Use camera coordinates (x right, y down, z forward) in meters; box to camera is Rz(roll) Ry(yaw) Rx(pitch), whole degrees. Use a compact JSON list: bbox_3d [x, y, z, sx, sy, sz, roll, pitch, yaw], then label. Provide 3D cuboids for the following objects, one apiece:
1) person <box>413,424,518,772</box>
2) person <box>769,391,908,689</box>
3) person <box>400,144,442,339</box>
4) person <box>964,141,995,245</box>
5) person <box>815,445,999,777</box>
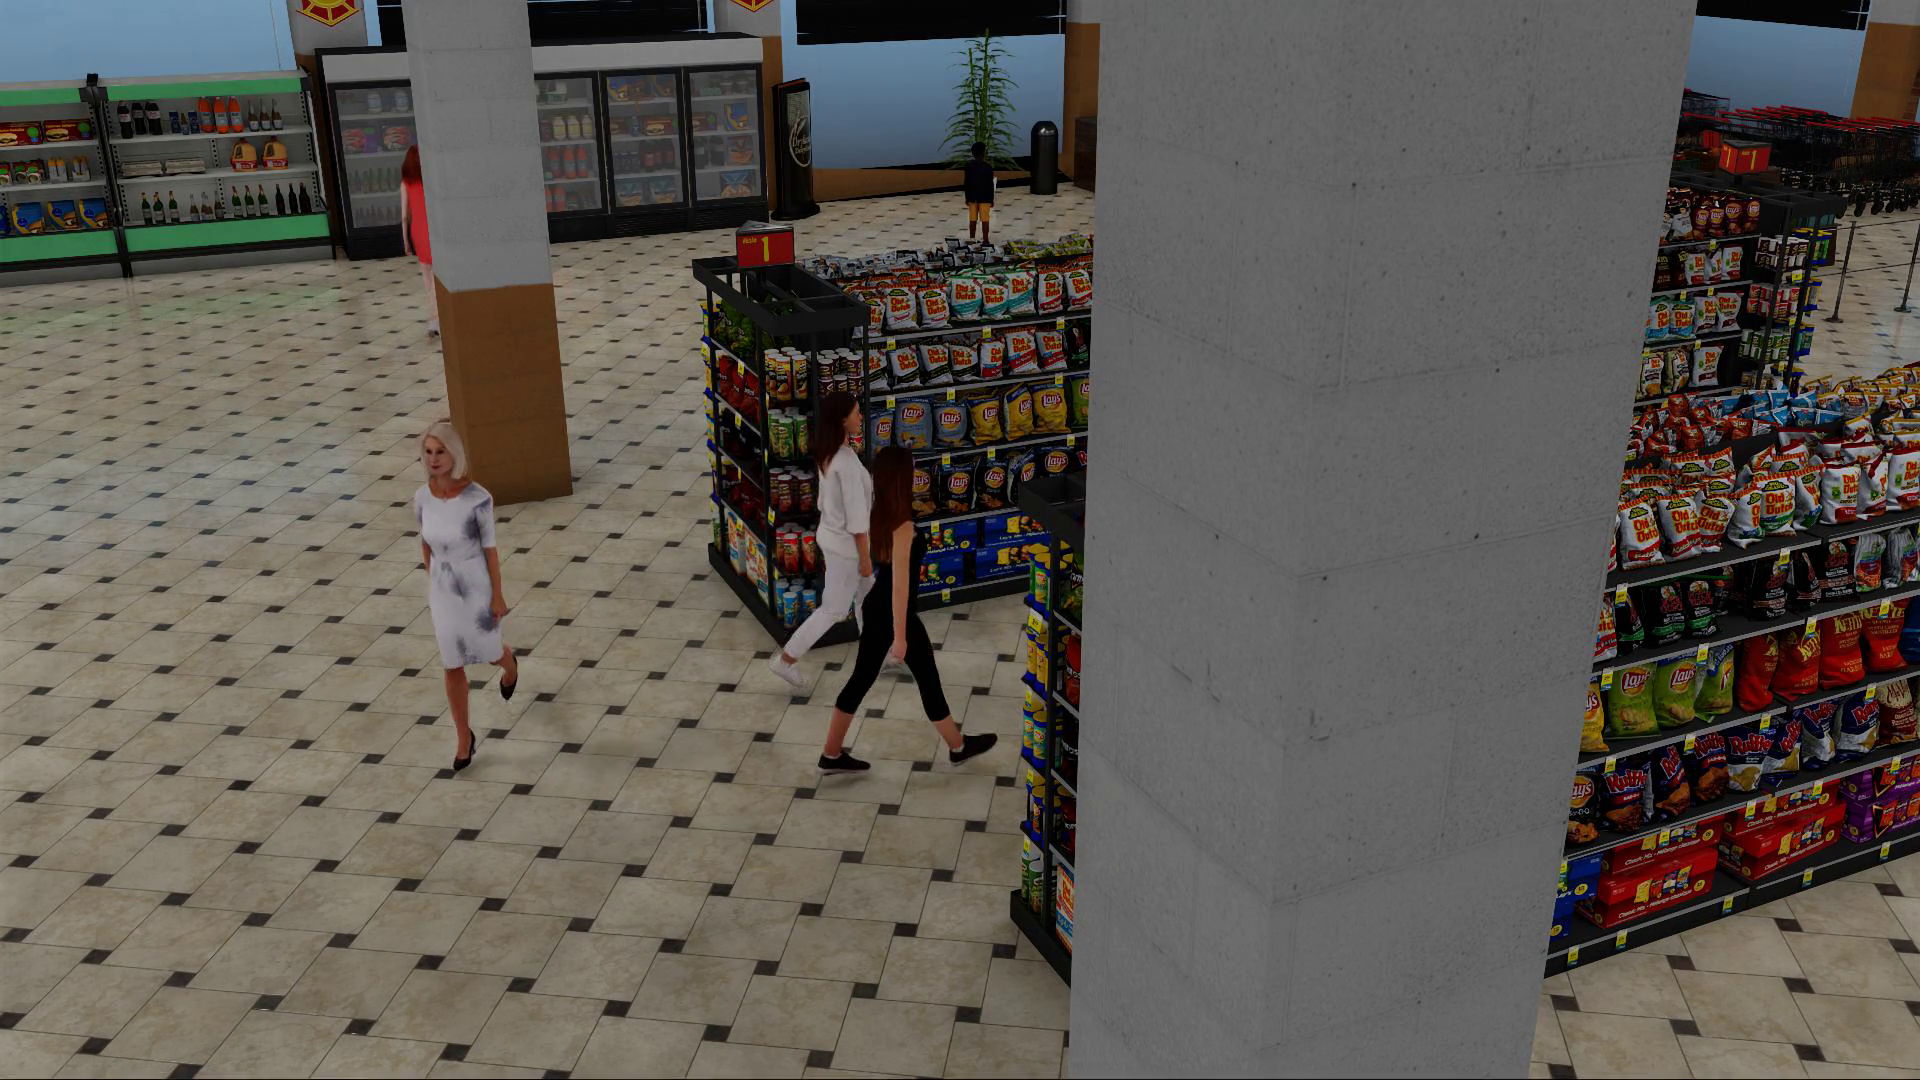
[{"bbox_3d":[-2.441,0.241,8.309,1.044,1.726,0.959,2,22,4],"label":"person"},{"bbox_3d":[-0.690,0.036,8.907,1.068,1.659,0.649,-8,23,-19],"label":"person"},{"bbox_3d":[-5.051,-2.794,15.796,1.189,1.776,0.980,-1,22,-2],"label":"person"},{"bbox_3d":[0.226,-4.056,19.613,0.604,1.271,0.672,5,23,13],"label":"person"},{"bbox_3d":[-0.410,0.404,7.966,1.139,1.680,0.627,-9,24,-21],"label":"person"}]
